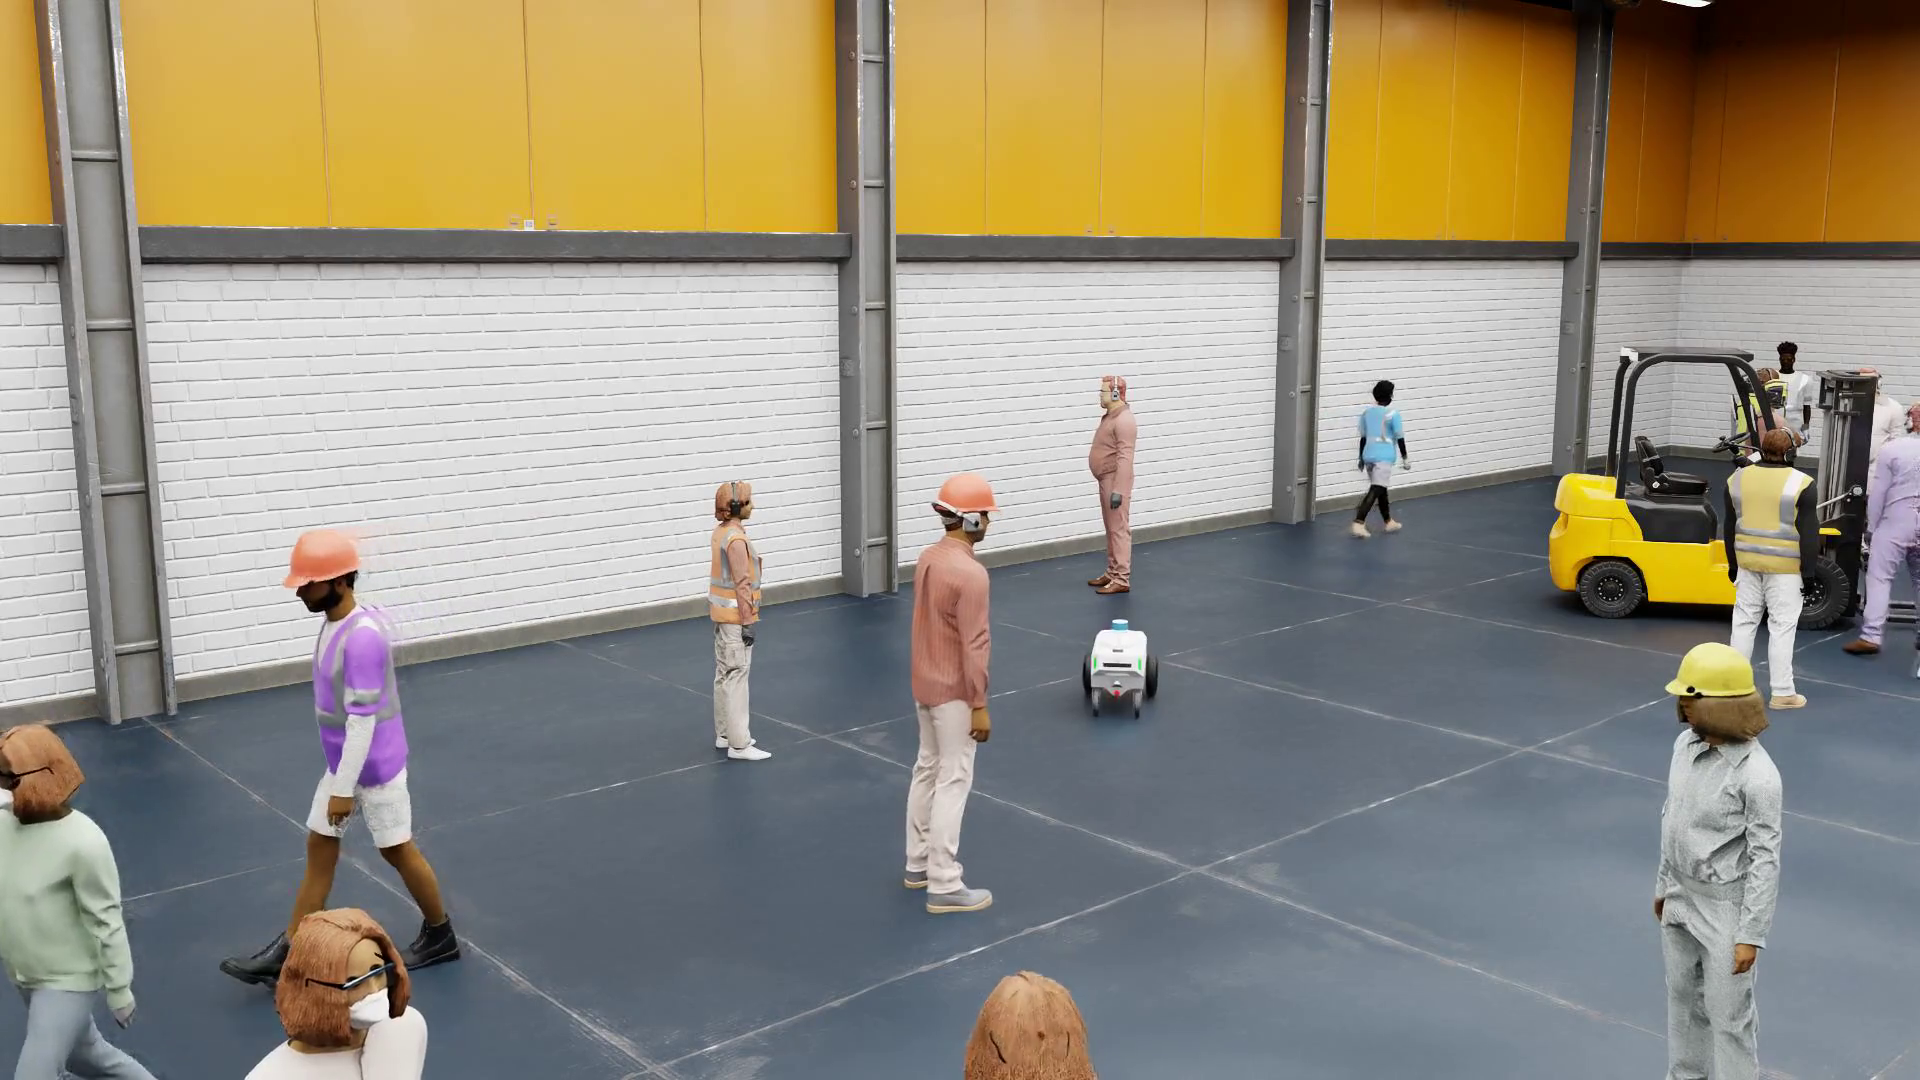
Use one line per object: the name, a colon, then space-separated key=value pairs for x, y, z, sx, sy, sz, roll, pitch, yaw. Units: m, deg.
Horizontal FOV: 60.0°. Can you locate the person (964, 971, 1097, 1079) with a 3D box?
person: x=0.151 y=1.605 z=3.207 sx=0.519 sy=1.614 sz=0.602 roll=-1 pitch=10 yaw=-4

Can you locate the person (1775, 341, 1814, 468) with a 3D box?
person: x=9.520 y=-1.317 z=19.267 sx=0.612 sy=1.963 sz=0.361 roll=4 pitch=10 yaw=22

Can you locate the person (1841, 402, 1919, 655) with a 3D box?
person: x=6.956 y=-0.060 z=12.195 sx=0.858 sy=1.879 sz=0.546 roll=0 pitch=10 yaw=1

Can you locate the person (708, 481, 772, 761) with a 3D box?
person: x=-1.316 y=0.470 z=9.760 sx=0.308 sy=1.640 sz=0.510 roll=-4 pitch=10 yaw=-22

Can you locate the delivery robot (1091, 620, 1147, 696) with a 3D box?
delivery robot: x=1.047 y=0.768 z=10.915 sx=0.477 sy=0.478 sz=0.707 roll=1 pitch=10 yaw=8

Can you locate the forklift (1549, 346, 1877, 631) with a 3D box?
forklift: x=6.109 y=-0.478 z=13.691 sx=2.313 sy=2.155 sz=1.214 roll=3 pitch=10 yaw=16

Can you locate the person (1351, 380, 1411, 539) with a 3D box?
person: x=4.396 y=-0.850 z=17.450 sx=0.882 sy=1.654 sz=0.541 roll=-5 pitch=11 yaw=-28

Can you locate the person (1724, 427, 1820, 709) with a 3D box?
person: x=5.313 y=0.178 z=10.883 sx=0.429 sy=1.845 sz=0.621 roll=-7 pitch=12 yaw=-34

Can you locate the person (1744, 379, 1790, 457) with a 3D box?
person: x=7.778 y=-0.664 z=16.032 sx=0.312 sy=1.767 sz=0.533 roll=-2 pitch=10 yaw=-11

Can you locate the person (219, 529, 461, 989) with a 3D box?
person: x=-2.464 y=0.886 z=6.605 sx=0.954 sy=1.884 sz=0.562 roll=-7 pitch=12 yaw=-37

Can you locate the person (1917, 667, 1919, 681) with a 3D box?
person: x=6.952 y=0.066 z=11.402 sx=0.637 sy=1.878 sz=0.706 roll=2 pitch=10 yaw=13

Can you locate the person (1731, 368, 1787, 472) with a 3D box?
person: x=7.949 y=-0.786 z=16.529 sx=0.429 sy=1.844 sz=0.623 roll=-3 pitch=10 yaw=-19

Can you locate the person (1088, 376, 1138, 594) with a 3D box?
person: x=1.328 y=-0.485 z=14.569 sx=0.407 sy=1.910 sz=0.639 roll=-1 pitch=10 yaw=-4

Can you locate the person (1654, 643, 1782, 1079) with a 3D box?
person: x=2.378 y=1.178 z=5.316 sx=0.324 sy=1.740 sz=0.492 roll=-2 pitch=10 yaw=-10

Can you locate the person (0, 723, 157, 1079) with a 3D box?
person: x=-2.690 y=1.305 z=5.005 sx=0.494 sy=1.595 sz=0.853 roll=5 pitch=11 yaw=28

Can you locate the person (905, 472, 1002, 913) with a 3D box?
person: x=-0.015 y=0.677 z=7.582 sx=0.443 sy=1.980 sz=0.624 roll=-4 pitch=10 yaw=-21

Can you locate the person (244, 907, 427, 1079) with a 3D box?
person: x=-1.264 y=1.547 z=3.470 sx=0.283 sy=1.634 sz=0.498 roll=5 pitch=11 yaw=25

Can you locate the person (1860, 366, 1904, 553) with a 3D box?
person: x=8.531 y=-0.689 z=15.762 sx=0.643 sy=1.910 sz=0.400 roll=6 pitch=11 yaw=32
